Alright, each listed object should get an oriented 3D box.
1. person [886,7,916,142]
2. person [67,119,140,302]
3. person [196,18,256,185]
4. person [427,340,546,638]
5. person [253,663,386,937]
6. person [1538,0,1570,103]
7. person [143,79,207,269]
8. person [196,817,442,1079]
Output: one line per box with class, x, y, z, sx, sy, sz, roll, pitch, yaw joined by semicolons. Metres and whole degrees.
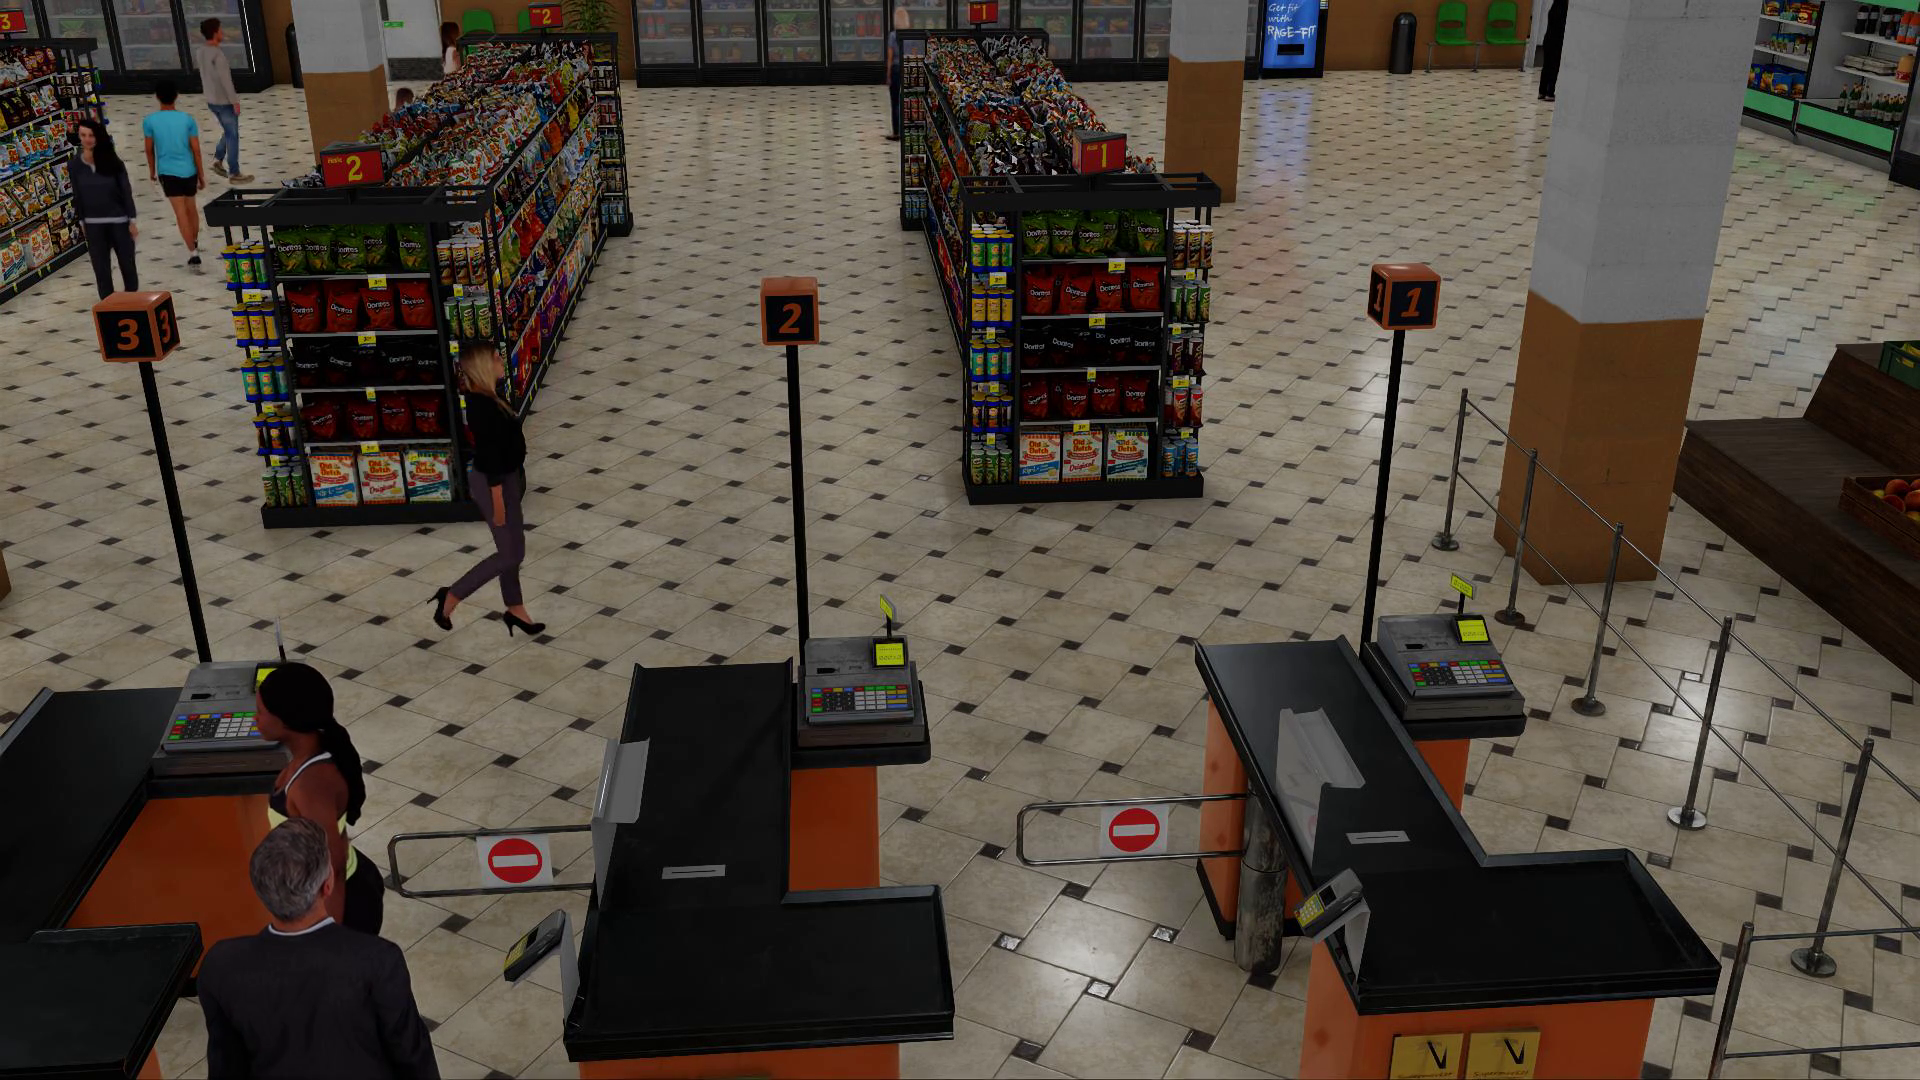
person;-0.774;-6.225;22.225;0.637;1.722;0.660;-17;29;-34
person;-7.202;-2.676;14.104;0.790;1.731;1.101;-8;25;-18
person;-8.716;-5.104;19.451;0.850;1.892;0.910;18;29;35
person;-2.476;-0.212;8.566;0.805;1.656;0.841;-10;25;-21
person;-1.953;1.171;5.284;0.659;1.753;0.499;-7;24;-15
person;9.065;-7.535;25.349;0.710;1.617;0.573;-4;24;-9
person;-7.443;-3.437;15.856;0.997;1.720;1.270;-14;27;-29
person;-1.626;1.528;4.360;0.728;1.840;0.573;-1;24;-3
